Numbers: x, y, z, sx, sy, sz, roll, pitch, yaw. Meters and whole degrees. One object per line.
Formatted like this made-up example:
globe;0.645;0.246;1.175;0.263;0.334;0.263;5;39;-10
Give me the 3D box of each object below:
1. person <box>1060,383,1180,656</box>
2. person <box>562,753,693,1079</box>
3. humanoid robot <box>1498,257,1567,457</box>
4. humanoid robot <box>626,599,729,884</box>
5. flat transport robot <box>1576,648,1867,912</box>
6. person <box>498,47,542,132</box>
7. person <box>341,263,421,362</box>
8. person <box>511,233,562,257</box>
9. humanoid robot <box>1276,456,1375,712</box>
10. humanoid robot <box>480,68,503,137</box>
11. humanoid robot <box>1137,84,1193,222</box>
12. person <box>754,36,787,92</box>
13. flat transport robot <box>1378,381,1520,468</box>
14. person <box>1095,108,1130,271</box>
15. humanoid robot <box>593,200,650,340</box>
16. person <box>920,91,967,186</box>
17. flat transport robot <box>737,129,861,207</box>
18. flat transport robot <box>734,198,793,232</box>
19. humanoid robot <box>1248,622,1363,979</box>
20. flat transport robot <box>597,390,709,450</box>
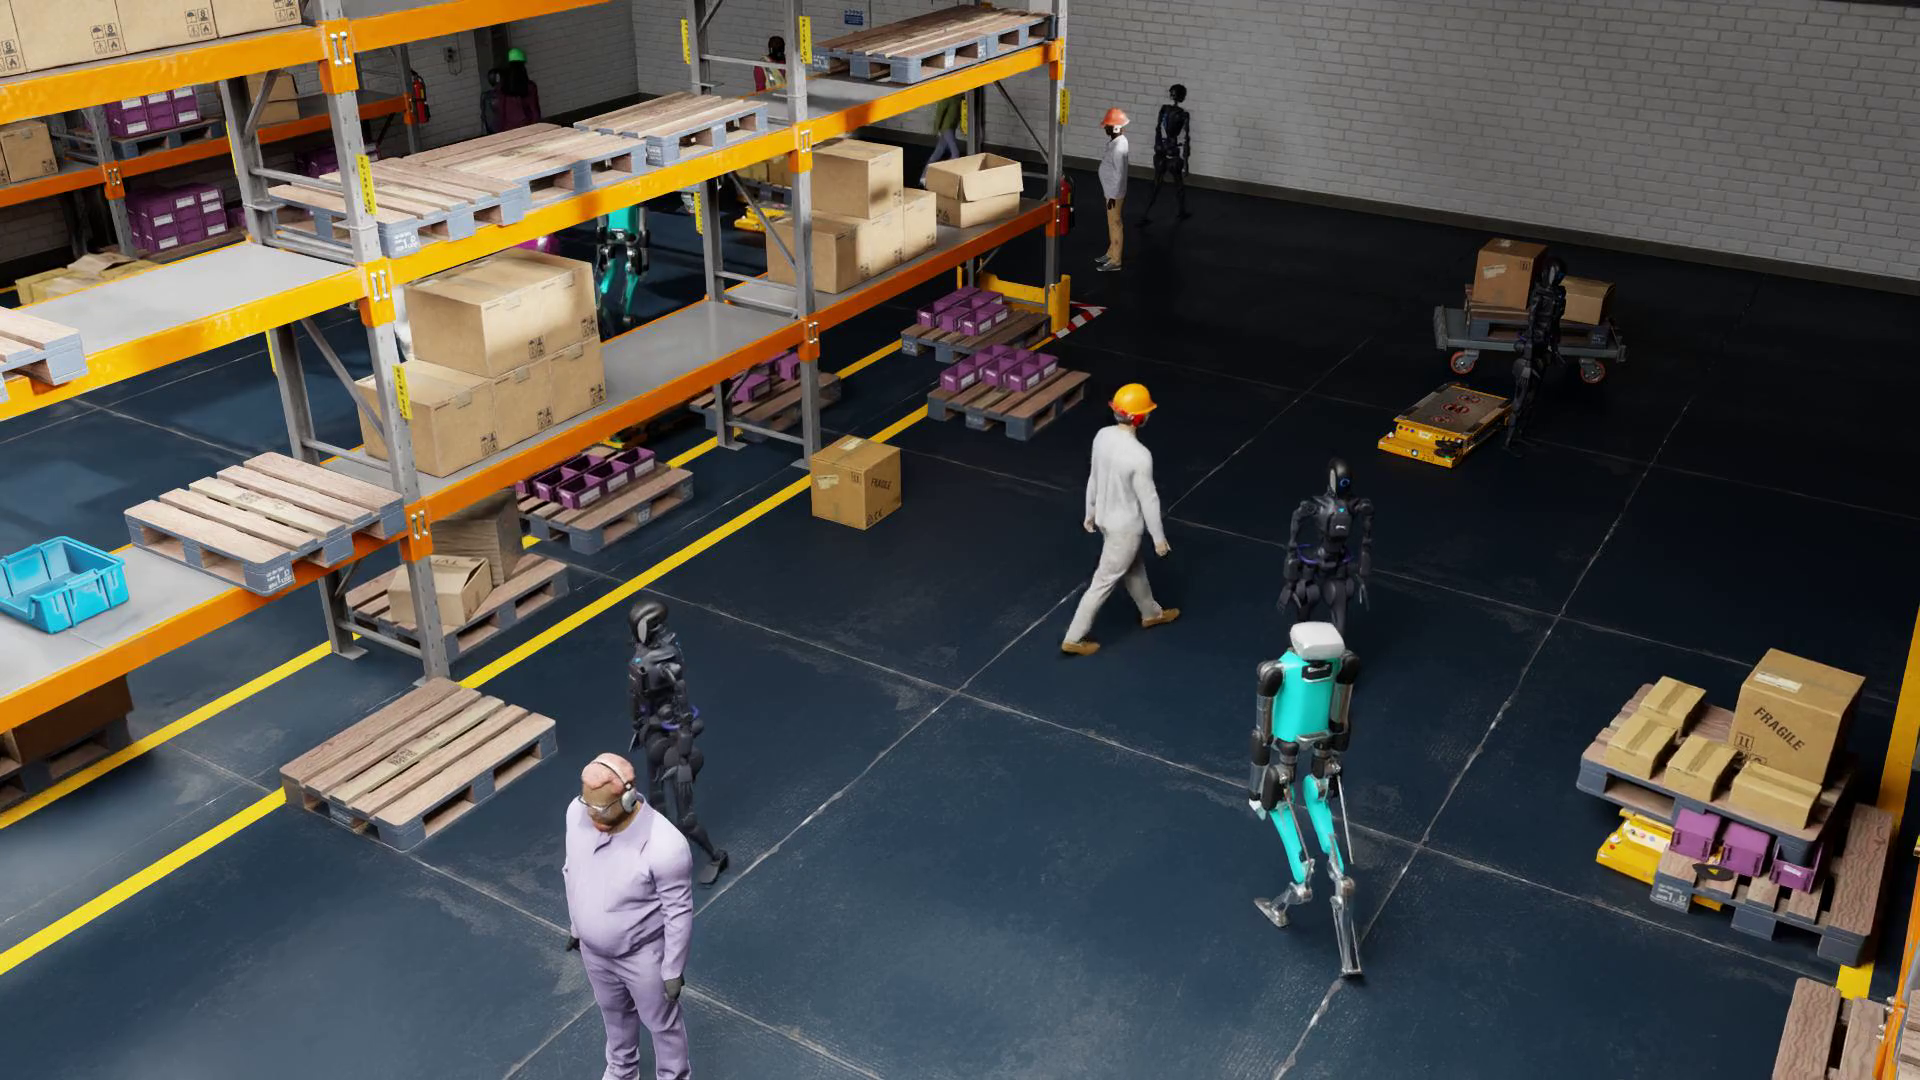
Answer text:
person;1.057;-0.133;10.726;0.995;1.846;0.592;-13;30;-25
person;-1.416;1.713;7.018;0.638;1.906;0.409;15;31;28
humanoid robot;4.733;-1.516;13.618;0.315;1.653;0.599;24;35;39
humanoid robot;-1.508;1.015;8.636;0.378;1.639;0.584;-22;34;-37
flat transport robot;4.128;1.512;9.218;0.659;0.231;1.431;21;33;35
person;-5.321;-4.987;20.191;0.531;1.929;0.480;3;27;7
person;-5.121;-2.202;14.738;0.678;1.889;0.685;-3;27;-6
person;-3.734;-2.235;14.911;0.543;1.783;0.977;13;30;24
humanoid robot;2.246;0.242;10.216;0.583;1.618;0.783;-5;27;-9
humanoid robot;-5.570;-4.945;20.420;0.601;1.659;0.599;6;28;12
humanoid robot;2.462;-4.568;19.714;0.787;1.637;0.607;-19;32;-32
person;-2.318;-5.563;21.434;0.636;1.836;0.430;-20;33;-34
flat transport robot;4.180;-0.992;14.152;0.659;0.231;1.431;20;33;34
person;1.659;-3.811;18.064;0.320;1.754;0.558;1;27;3
humanoid robot;-3.208;-2.559;15.620;0.546;1.764;0.919;5;27;9
person;-0.124;-5.183;20.969;0.927;1.556;0.502;11;29;20
flat transport robot;-2.004;-4.213;20.500;1.431;0.231;0.659;20;33;34
flat transport robot;-2.053;-3.985;20.049;0.659;0.231;1.431;13;30;24
humanoid robot;1.753;1.344;8.011;0.540;1.849;0.842;-9;28;-17
flat transport robot;-2.693;-1.157;14.479;0.659;0.231;1.431;16;31;29
